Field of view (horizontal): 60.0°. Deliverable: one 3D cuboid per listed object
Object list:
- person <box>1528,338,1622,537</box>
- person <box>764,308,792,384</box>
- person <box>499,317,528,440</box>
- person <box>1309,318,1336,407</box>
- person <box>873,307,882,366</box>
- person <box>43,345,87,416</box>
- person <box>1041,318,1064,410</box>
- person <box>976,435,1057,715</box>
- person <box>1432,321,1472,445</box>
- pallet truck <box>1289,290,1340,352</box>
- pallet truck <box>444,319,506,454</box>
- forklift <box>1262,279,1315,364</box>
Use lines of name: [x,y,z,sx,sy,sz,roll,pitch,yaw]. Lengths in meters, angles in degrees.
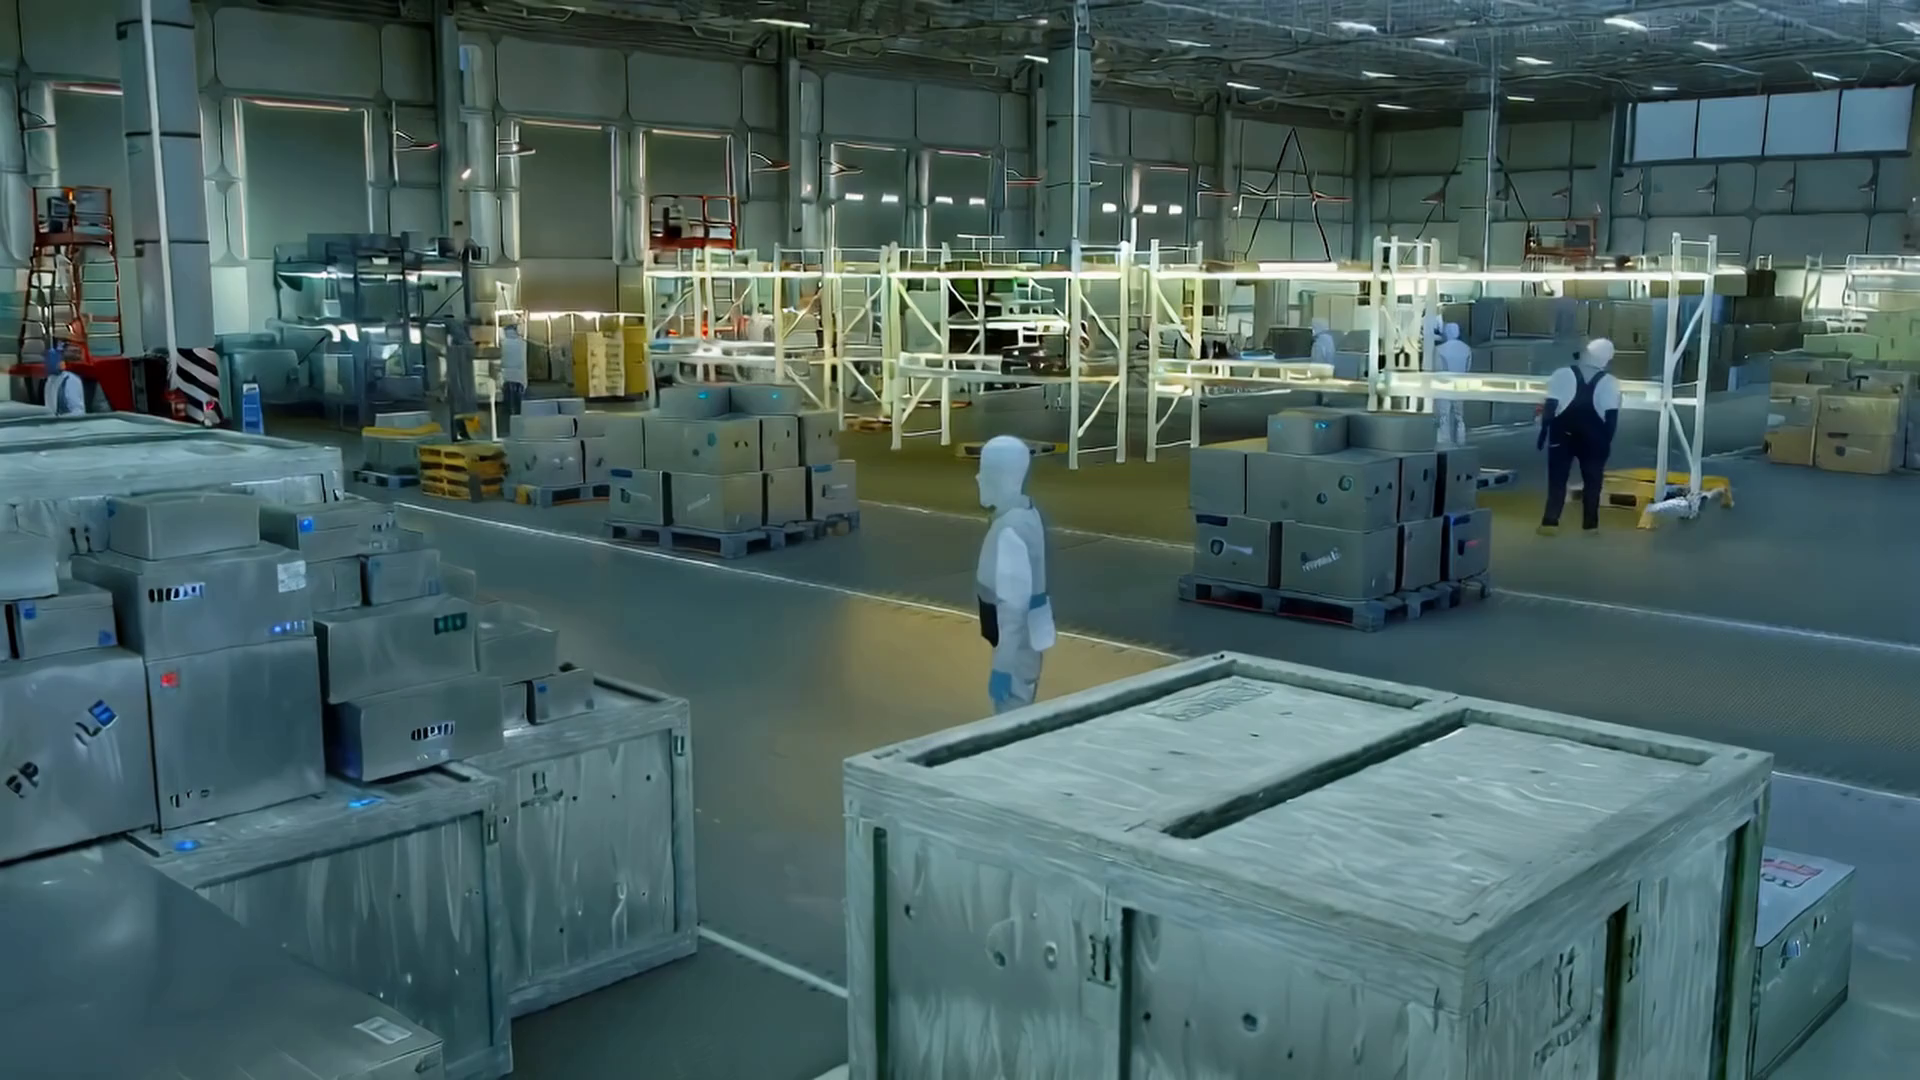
person: [6.121,-1.056,16.584,0.822,2.000,0.534,3,10,19]
person: [-3.579,-3.579,32.465,0.586,1.908,0.601,5,10,27]
person: [-6.915,-2.478,25.720,0.596,1.911,0.409,7,11,35]
person: [5.532,-2.411,25.274,0.491,1.915,0.687,5,11,29]
person: [-2.155,-5.385,44.389,0.318,1.632,0.525,-1,9,-8]
person: [-9.205,-1.066,17.126,0.584,1.883,0.337,6,11,34]
person: [1.756,-3.316,31.384,0.486,1.736,0.320,-4,10,-22]
person: [0.241,0.482,7.529,0.391,1.920,0.587,1,9,5]
person: [6.832,-2.069,23.160,0.623,1.932,0.369,-5,11,-29]
pallet truck: [11.297,-6.951,52.861,1.885,1.965,0.823,-5,11,-29]
pallet truck: [-6.981,-1.942,22.150,1.885,1.965,0.823,1,9,9]
forklift: [8.555,-6.090,44.881,1.873,2.768,1.129,9,13,43]
